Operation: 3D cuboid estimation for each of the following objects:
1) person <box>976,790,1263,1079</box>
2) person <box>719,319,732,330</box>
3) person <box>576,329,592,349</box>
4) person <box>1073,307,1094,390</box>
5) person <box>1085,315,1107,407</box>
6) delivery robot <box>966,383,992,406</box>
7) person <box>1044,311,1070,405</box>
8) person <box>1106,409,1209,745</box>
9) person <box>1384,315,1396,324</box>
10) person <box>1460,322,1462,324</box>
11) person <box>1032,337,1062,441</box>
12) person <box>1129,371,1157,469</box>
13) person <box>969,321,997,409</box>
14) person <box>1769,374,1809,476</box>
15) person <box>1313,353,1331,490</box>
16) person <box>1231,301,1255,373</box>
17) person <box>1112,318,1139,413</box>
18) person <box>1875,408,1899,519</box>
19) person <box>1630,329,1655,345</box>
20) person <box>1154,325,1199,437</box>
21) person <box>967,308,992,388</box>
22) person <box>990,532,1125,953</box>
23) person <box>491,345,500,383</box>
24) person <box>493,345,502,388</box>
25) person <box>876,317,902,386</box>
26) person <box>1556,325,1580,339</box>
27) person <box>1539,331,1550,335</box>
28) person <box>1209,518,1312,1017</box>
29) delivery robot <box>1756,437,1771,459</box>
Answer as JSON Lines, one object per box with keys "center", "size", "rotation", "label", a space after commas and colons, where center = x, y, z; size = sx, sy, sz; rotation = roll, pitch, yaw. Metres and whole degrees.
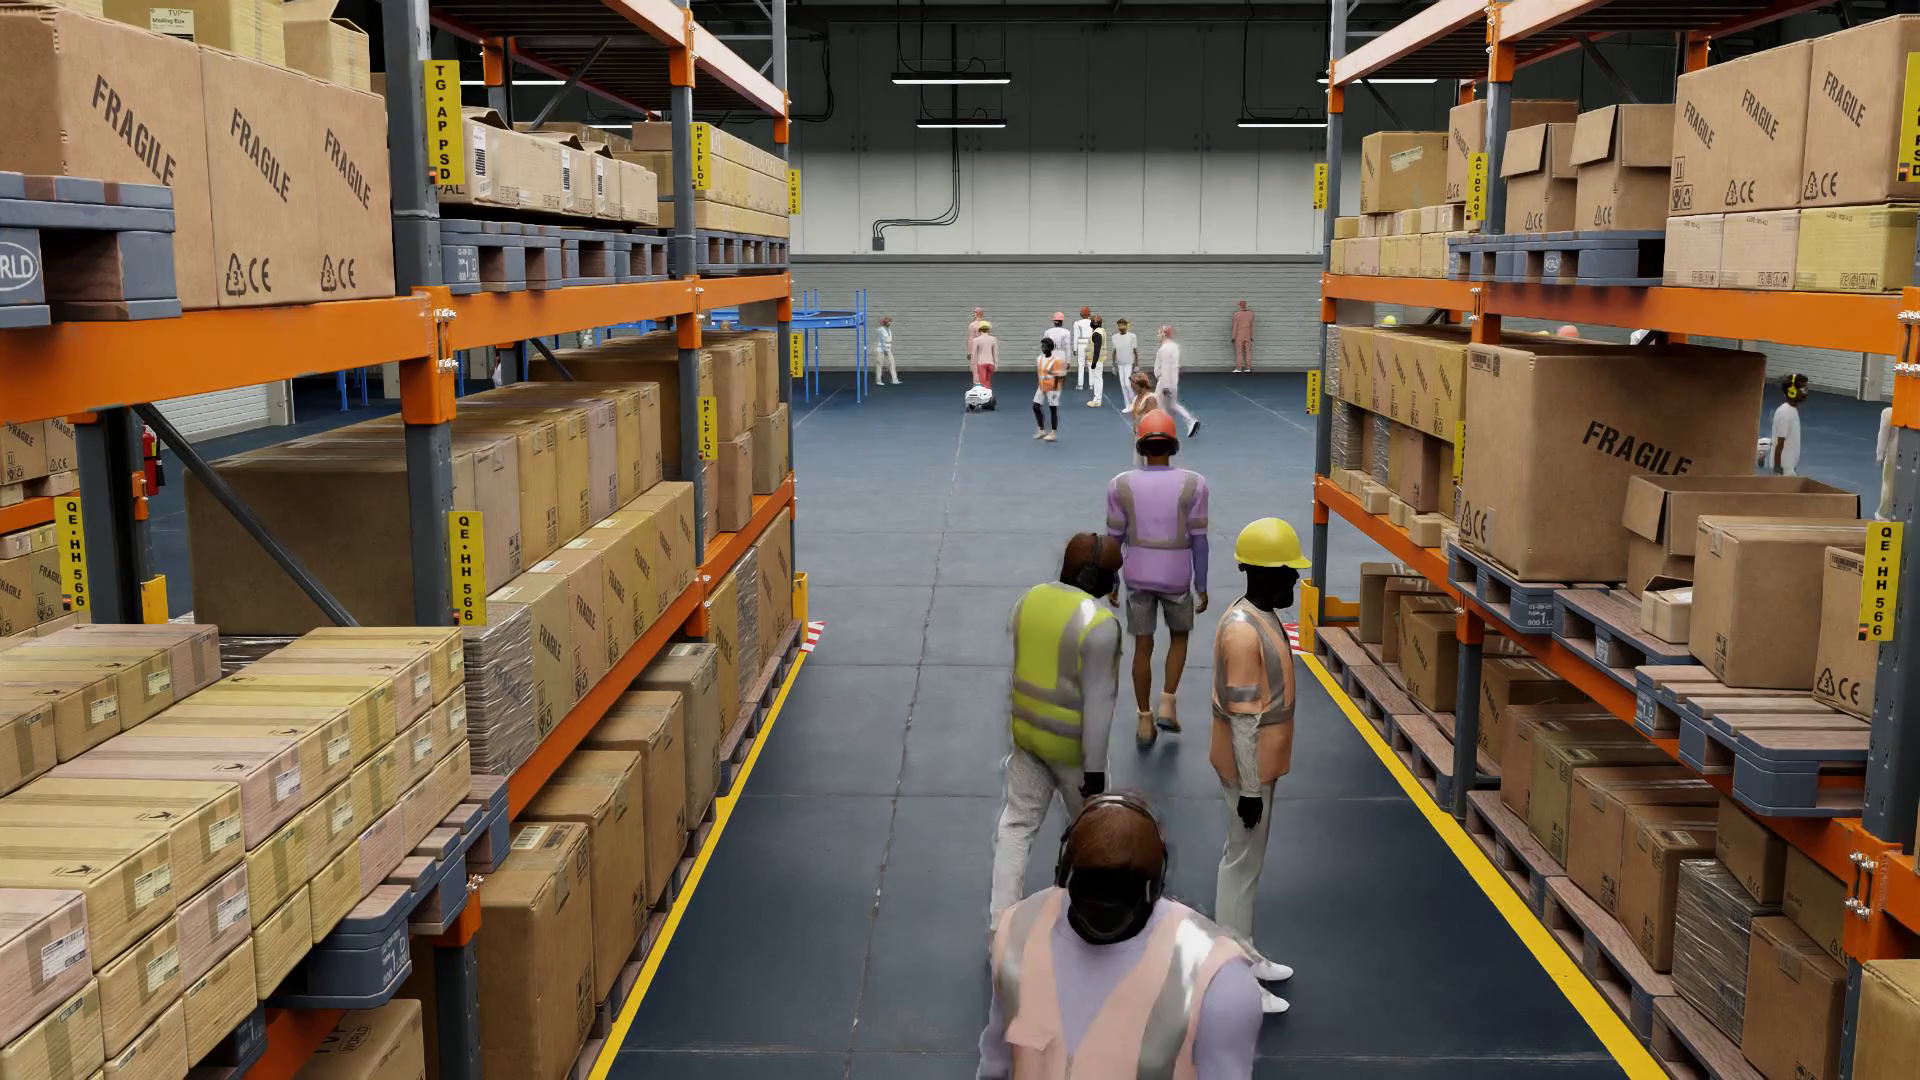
{"center": [0.316, 1.405, 3.561], "size": [0.674, 1.832, 0.494], "rotation": [6, 11, 34], "label": "person"}
{"center": [-4.007, -2.865, 28.848], "size": [0.641, 1.925, 0.647], "rotation": [2, 10, 11], "label": "person"}
{"center": [-9.007, -4.704, 39.833], "size": [0.403, 1.937, 0.604], "rotation": [1, 10, 7], "label": "person"}
{"center": [2.880, -4.404, 38.195], "size": [0.575, 1.885, 0.355], "rotation": [-2, 10, -12], "label": "person"}
{"center": [2.751, -3.635, 33.719], "size": [0.429, 1.844, 0.623], "rotation": [2, 10, 10], "label": "person"}
{"center": [0.373, -2.843, 32.666], "size": [0.477, 0.478, 0.707], "rotation": [3, 10, 19], "label": "delivery robot"}
{"center": [1.947, -3.659, 33.613], "size": [0.567, 1.920, 0.631], "rotation": [4, 10, 24], "label": "person"}
{"center": [1.192, 0.222, 10.065], "size": [0.631, 2.022, 0.468], "rotation": [2, 10, 13], "label": "person"}
{"center": [8.342, -3.451, 32.479], "size": [0.624, 1.885, 0.587], "rotation": [-5, 11, -27], "label": "person"}
{"center": [11.453, -4.282, 38.271], "size": [0.771, 1.600, 0.531], "rotation": [-5, 11, -28], "label": "person"}
{"center": [1.383, -2.443, 27.025], "size": [0.526, 1.677, 0.557], "rotation": [-8, 13, -41], "label": "person"}
{"center": [2.290, -1.196, 19.756], "size": [0.630, 1.613, 0.561], "rotation": [-3, 10, -18], "label": "person"}
{"center": [0.427, -3.489, 33.099], "size": [0.542, 1.742, 0.633], "rotation": [-6, 11, -31], "label": "person"}
{"center": [8.043, -0.727, 16.329], "size": [0.941, 1.836, 0.530], "rotation": [5, 11, 27], "label": "person"}
{"center": [4.638, -1.526, 20.787], "size": [0.370, 1.939, 0.543], "rotation": [1, 10, 6], "label": "person"}
{"center": [7.432, -5.349, 43.806], "size": [0.636, 1.902, 0.406], "rotation": [-4, 10, -22], "label": "person"}
{"center": [3.180, -3.378, 32.182], "size": [0.511, 1.837, 0.451], "rotation": [6, 11, 33], "label": "person"}
{"center": [10.245, -0.913, 18.107], "size": [0.528, 1.595, 0.801], "rotation": [3, 10, 19], "label": "person"}
{"center": [13.930, -3.685, 34.045], "size": [0.604, 1.829, 0.404], "rotation": [-3, 10, -16], "label": "person"}
{"center": [3.490, -2.592, 27.380], "size": [0.819, 1.881, 0.656], "rotation": [4, 10, 23], "label": "person"}
{"center": [0.402, -4.164, 36.692], "size": [0.642, 1.908, 0.410], "rotation": [-9, 13, -42], "label": "person"}
{"center": [0.471, 0.843, 7.057], "size": [0.882, 1.781, 0.716], "rotation": [-7, 12, -37], "label": "person"}
{"center": [-8.271, -3.020, 29.948], "size": [0.315, 1.870, 0.532], "rotation": [3, 10, 16], "label": "person"}
{"center": [-6.327, -1.929, 23.256], "size": [0.392, 1.922, 0.587], "rotation": [-5, 11, -27], "label": "person"}
{"center": [-1.694, -4.446, 39.264], "size": [0.766, 1.605, 0.508], "rotation": [6, 11, 32], "label": "person"}
{"center": [8.480, -1.955, 23.096], "size": [0.777, 2.021, 0.641], "rotation": [8, 12, 39], "label": "person"}
{"center": [9.860, -2.665, 28.189], "size": [0.530, 1.754, 0.388], "rotation": [0, 9, 1], "label": "person"}
{"center": [1.167, 0.863, 6.513], "size": [0.366, 1.926, 0.592], "rotation": [3, 10, 15], "label": "person"}
{"center": [11.284, -1.385, 23.927], "size": [0.477, 0.478, 0.707], "rotation": [-4, 10, -22], "label": "delivery robot"}
